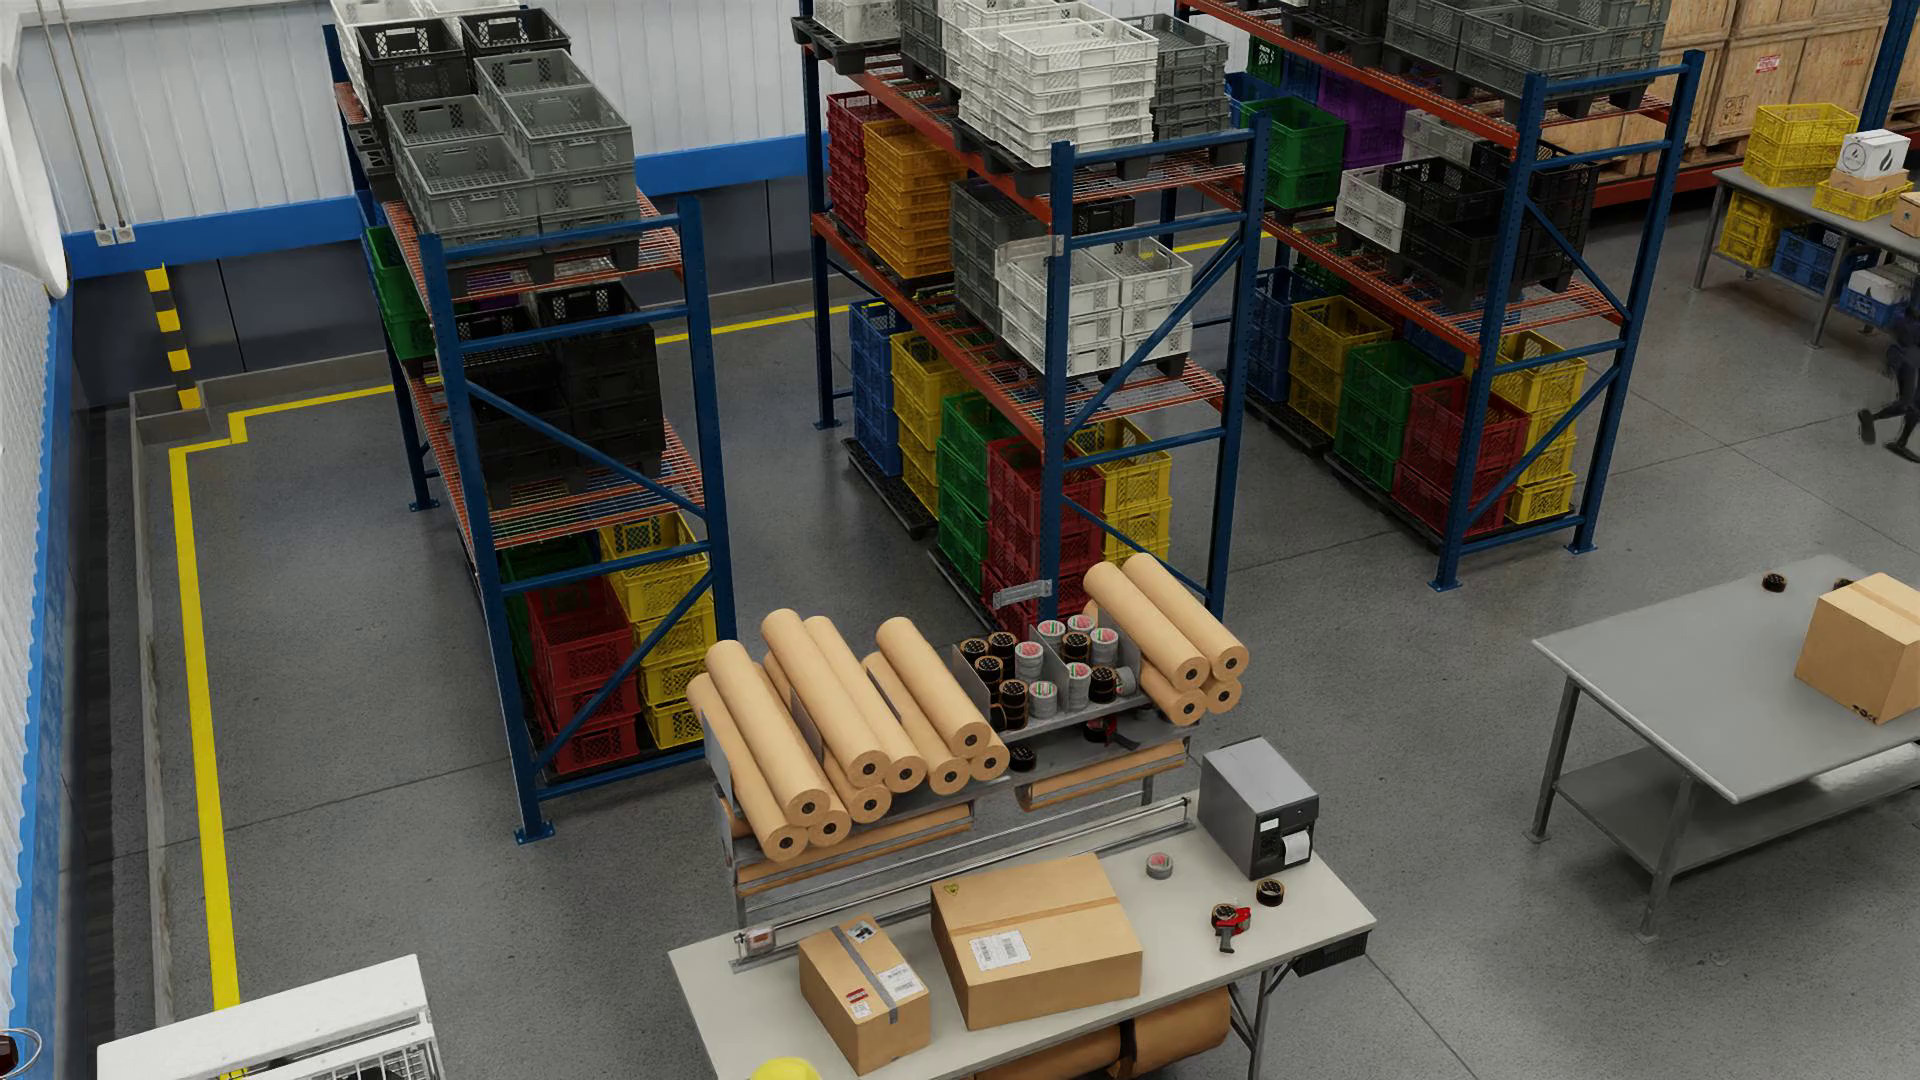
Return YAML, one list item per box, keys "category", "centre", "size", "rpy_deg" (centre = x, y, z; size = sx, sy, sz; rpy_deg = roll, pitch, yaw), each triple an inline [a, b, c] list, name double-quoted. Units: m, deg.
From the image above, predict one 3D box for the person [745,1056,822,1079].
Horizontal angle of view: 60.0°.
- category: "person"
  centre: [-0.496, 2.186, 4.990]
  size: [0.326, 1.768, 0.524]
  rpy_deg: [-3, 32, -4]

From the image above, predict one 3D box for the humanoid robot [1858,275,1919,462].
- category: "humanoid robot"
  centre: [6.215, -1.284, 10.712]
  size: [0.629, 1.652, 0.363]
  rpy_deg: [-12, 34, -19]
